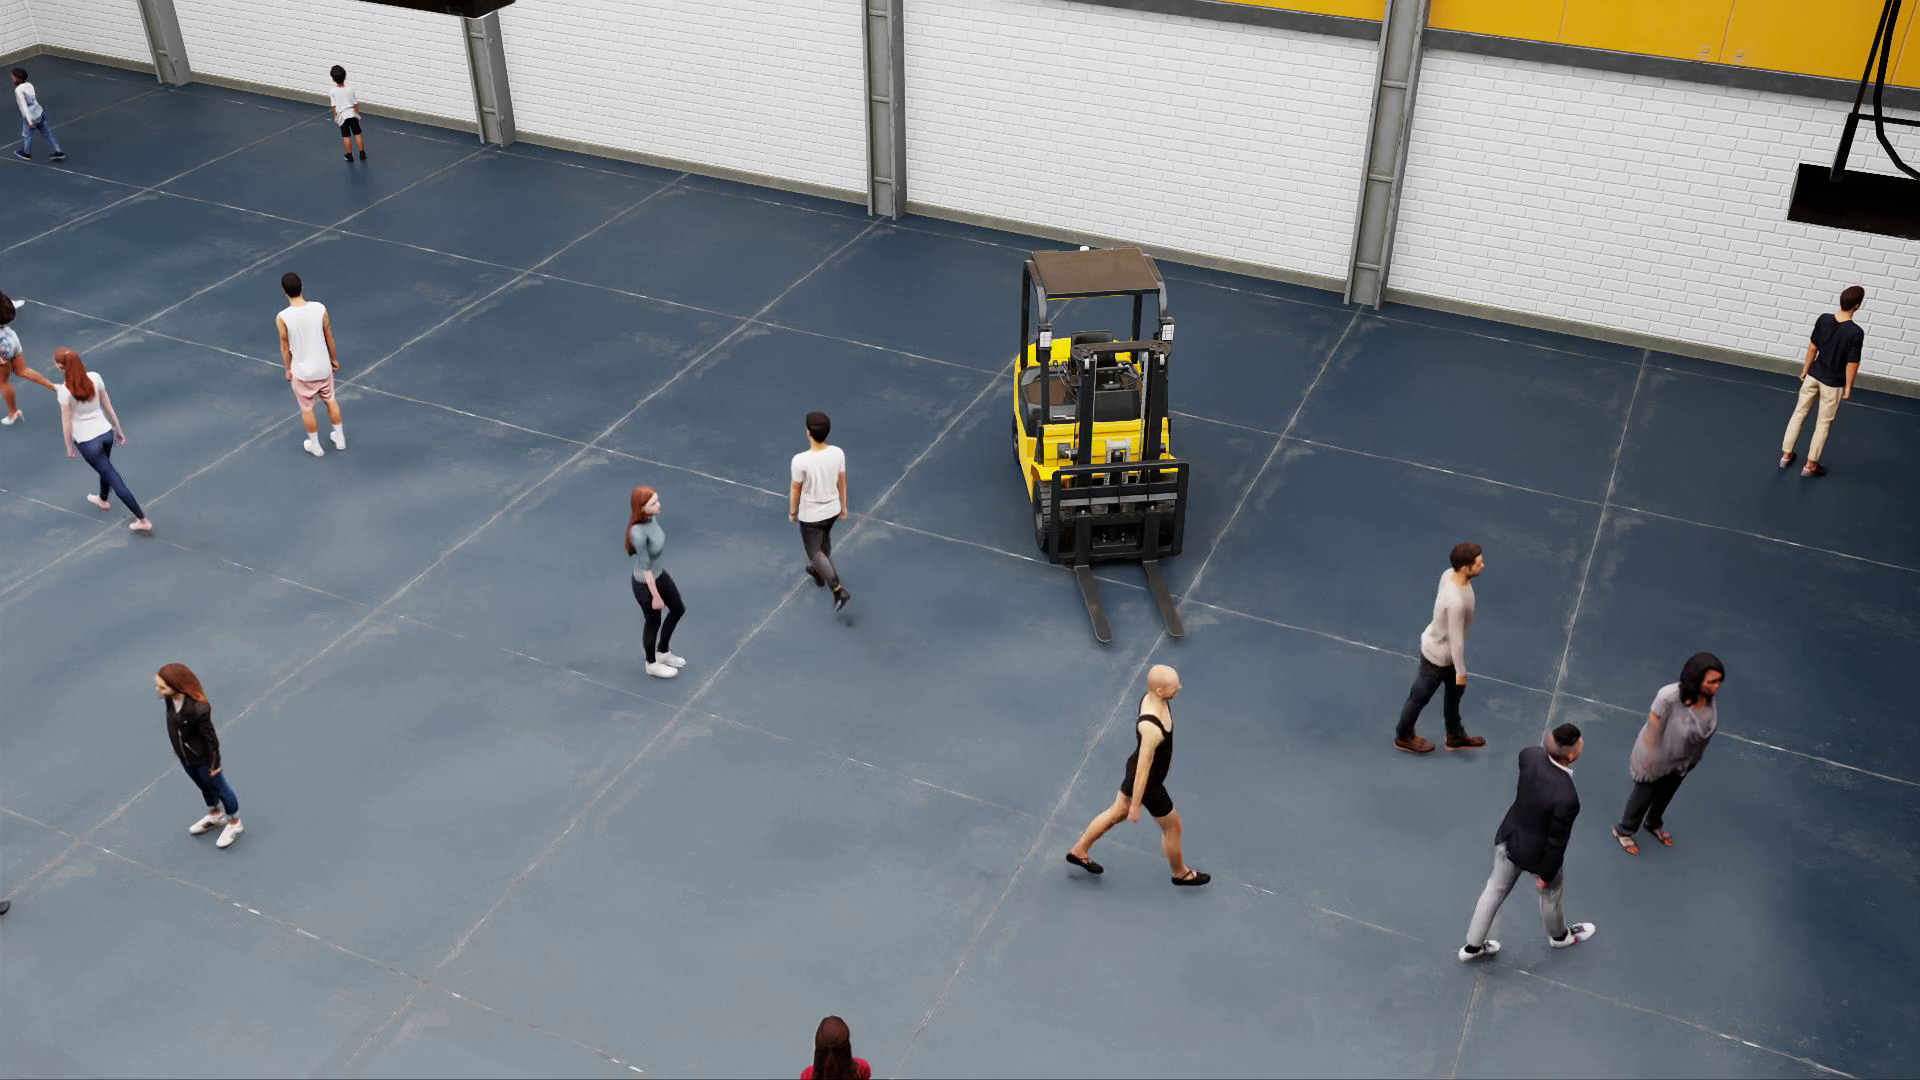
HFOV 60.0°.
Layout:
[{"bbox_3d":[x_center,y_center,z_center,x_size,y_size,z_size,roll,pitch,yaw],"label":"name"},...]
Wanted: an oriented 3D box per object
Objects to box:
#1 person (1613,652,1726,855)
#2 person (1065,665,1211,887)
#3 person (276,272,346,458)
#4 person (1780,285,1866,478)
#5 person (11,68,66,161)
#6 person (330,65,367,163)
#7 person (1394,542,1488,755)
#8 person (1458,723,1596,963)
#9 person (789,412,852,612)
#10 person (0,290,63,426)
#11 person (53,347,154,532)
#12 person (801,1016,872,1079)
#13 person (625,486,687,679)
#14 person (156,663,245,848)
[{"bbox_3d":[4.728,1.375,11.099,0.790,1.606,0.853,-10,35,-15],"label":"person"},{"bbox_3d":[1.097,1.541,10.705,1.286,1.765,0.953,4,34,5],"label":"person"},{"bbox_3d":[-6.032,-1.616,15.443,0.732,1.779,0.721,-26,41,-33],"label":"person"},{"bbox_3d":[7.874,-1.453,15.126,0.776,1.859,0.656,-20,38,-27],"label":"person"},{"bbox_3d":[-12.161,-5.586,21.916,0.920,1.225,0.645,6,34,8],"label":"person"},{"bbox_3d":[-8.102,-5.631,21.954,0.574,1.258,0.616,-17,37,-24],"label":"person"},{"bbox_3d":[3.317,0.782,11.773,0.945,1.847,0.783,8,34,12],"label":"person"},{"bbox_3d":[3.382,1.861,10.091,1.219,1.913,1.163,-12,36,-18],"label":"person"},{"bbox_3d":[-1.110,-0.214,13.408,0.934,1.696,1.136,-22,40,-30],"label":"person"},{"bbox_3d":[-9.078,-1.832,15.925,0.994,1.605,0.851,-5,34,-8],"label":"person"},{"bbox_3d":[-7.374,-0.816,14.321,1.151,1.689,0.600,16,37,22],"label":"person"},{"bbox_3d":[-0.629,3.040,8.642,0.680,1.554,0.740,-10,35,-14],"label":"person"},{"bbox_3d":[-2.406,0.330,12.560,0.707,1.731,0.687,3,34,5],"label":"person"},{"bbox_3d":[-5.110,1.406,11.163,0.467,1.484,0.641,19,38,26],"label":"person"}]
